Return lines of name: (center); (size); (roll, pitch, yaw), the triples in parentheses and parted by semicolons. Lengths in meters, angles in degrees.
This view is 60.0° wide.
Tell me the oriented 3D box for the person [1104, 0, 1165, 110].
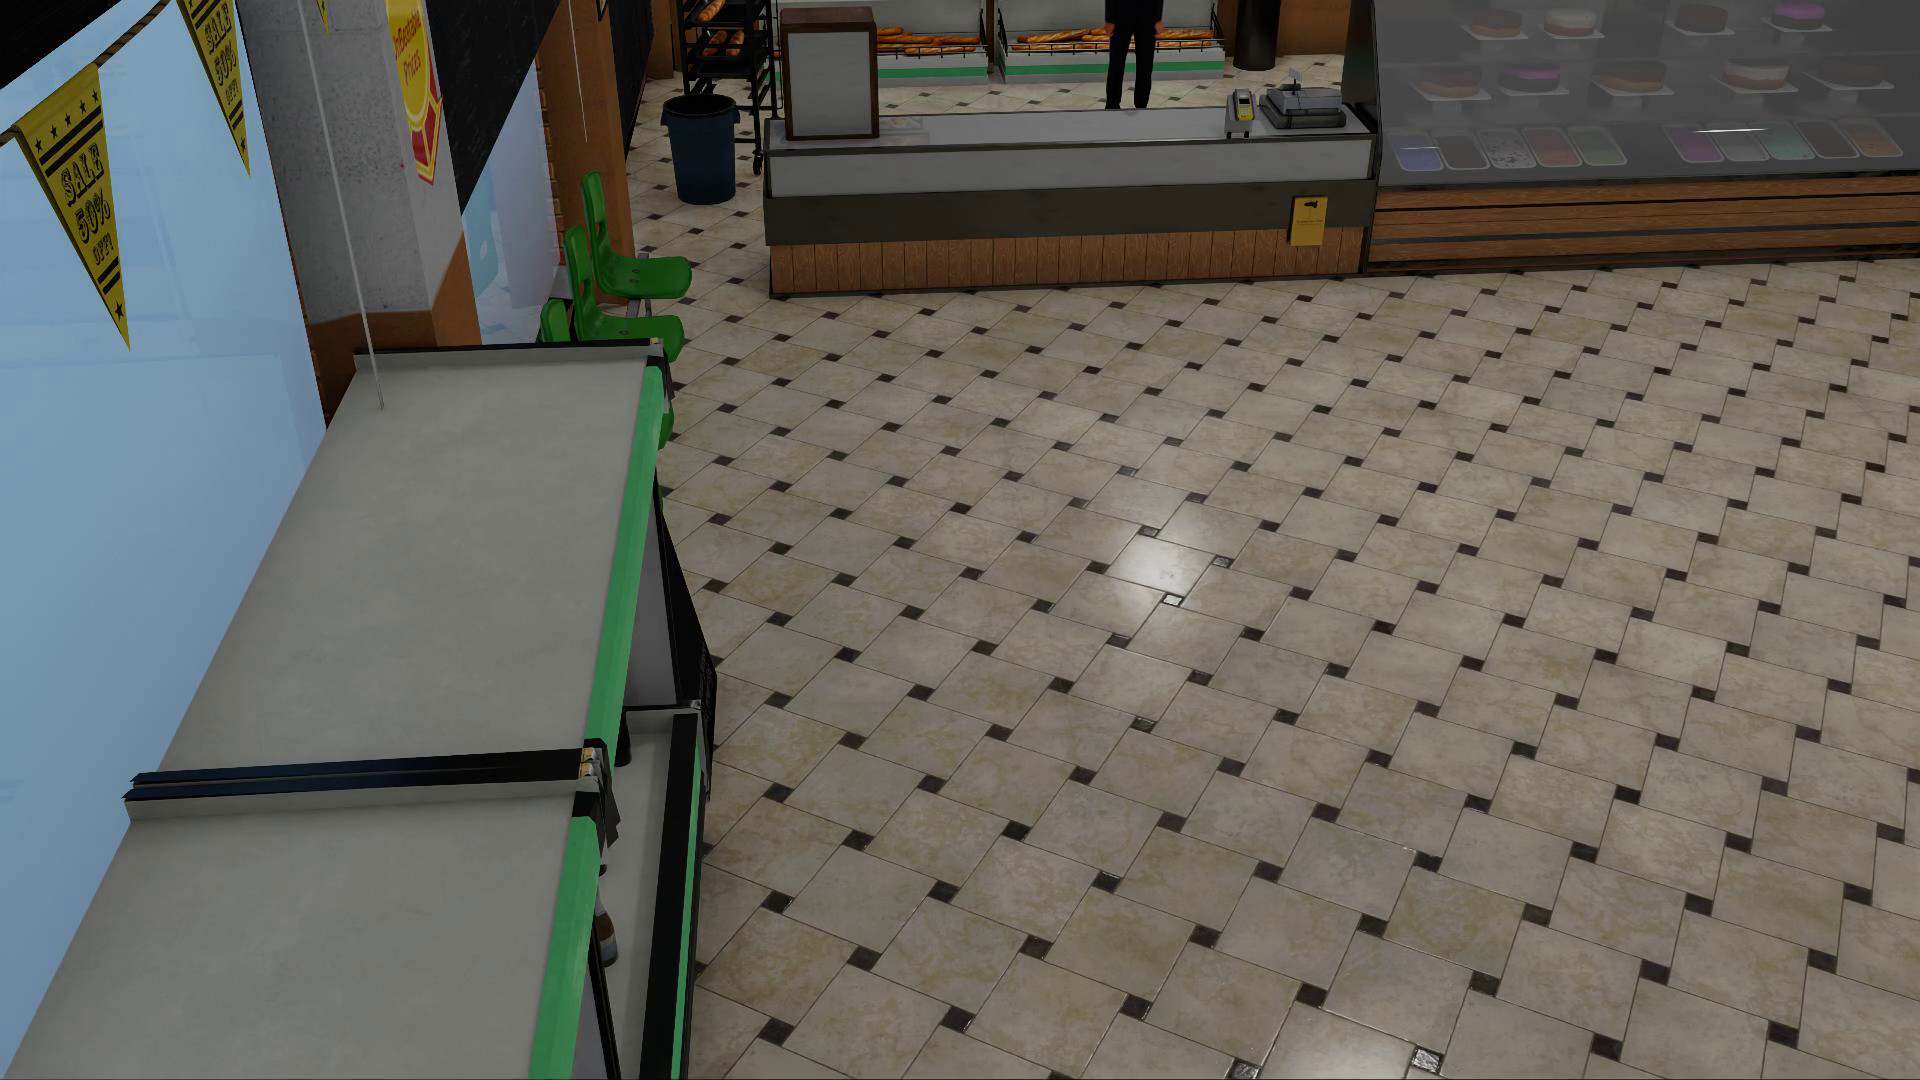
person: (1.417, -4.243, 13.473); (0.628, 1.868, 0.563); (-3, 32, -5)
